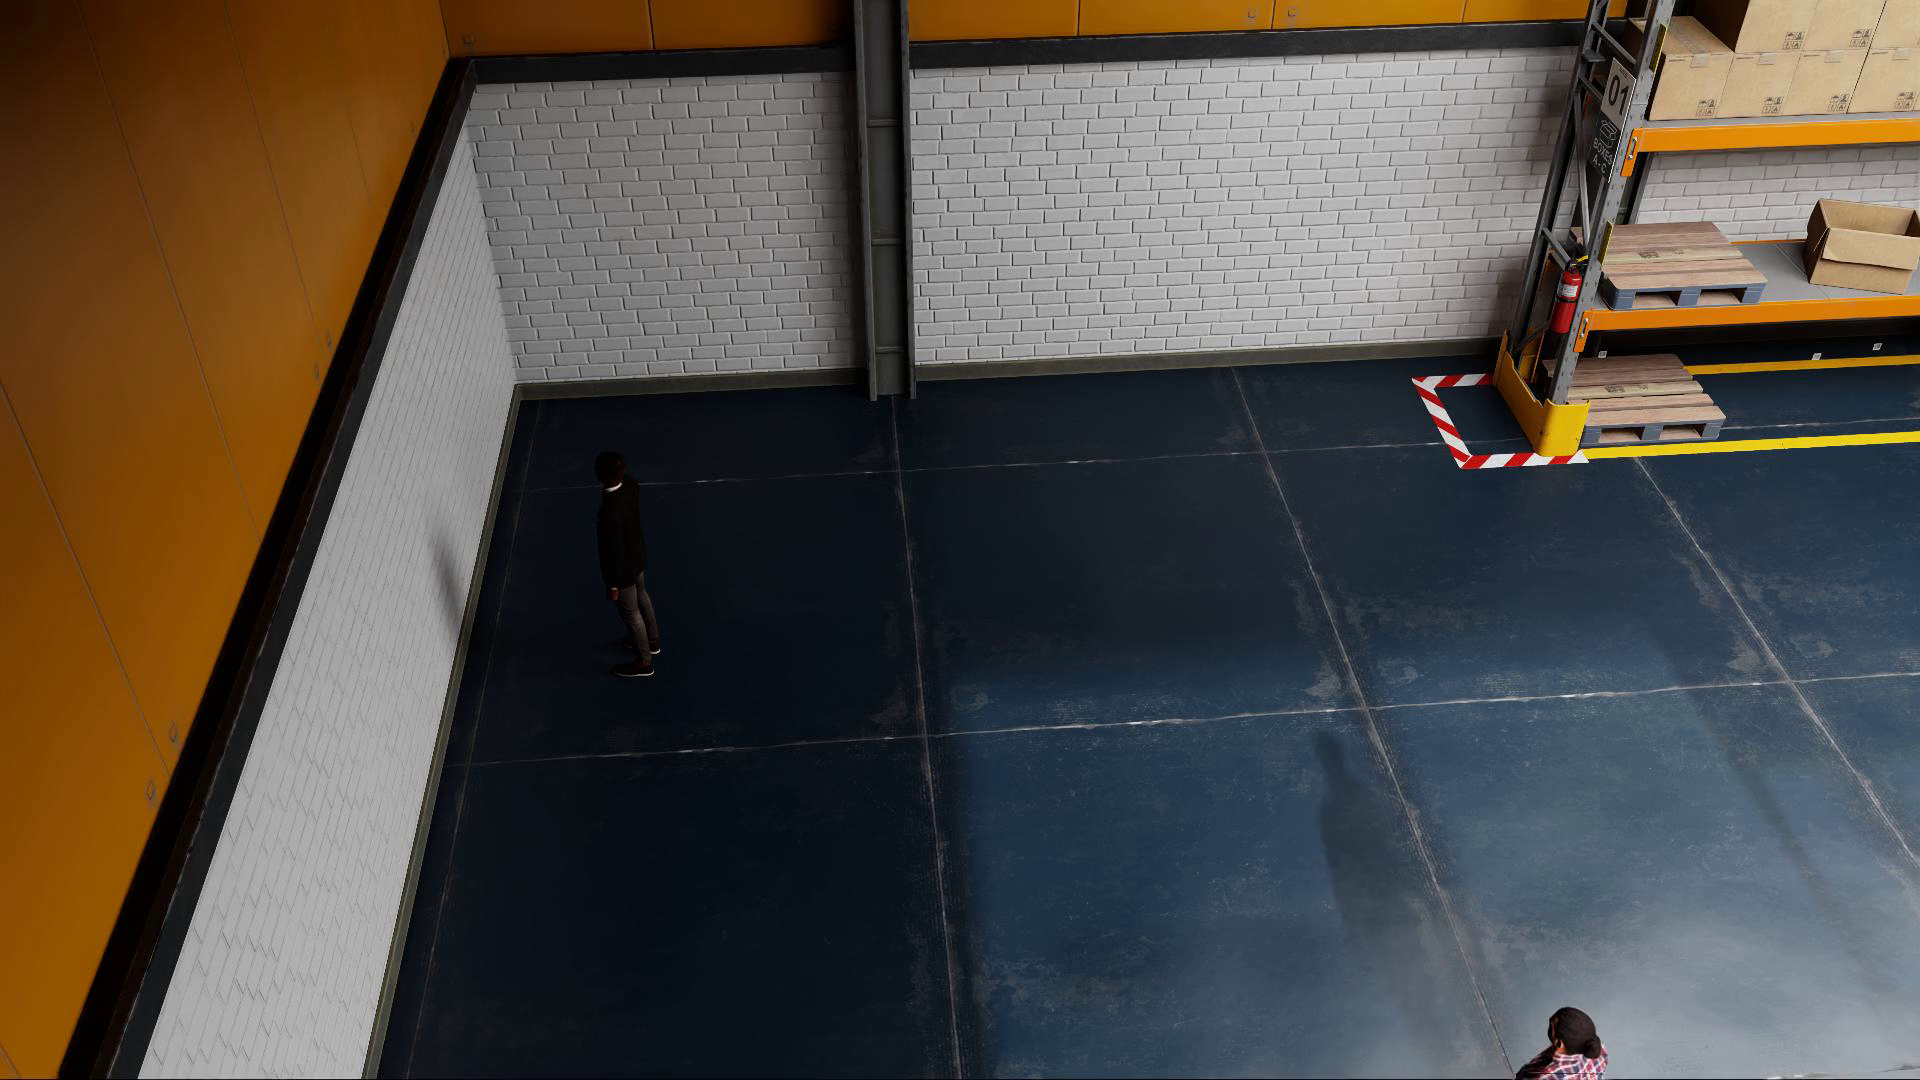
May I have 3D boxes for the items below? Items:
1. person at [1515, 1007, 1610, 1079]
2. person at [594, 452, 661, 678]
[{"bbox_3d":[2.755,2.828,7.782,0.881,1.744,0.943,-29,47,-31],"label":"person"},{"bbox_3d":[-2.229,0.150,11.091,0.626,1.800,0.697,4,39,5],"label":"person"}]
